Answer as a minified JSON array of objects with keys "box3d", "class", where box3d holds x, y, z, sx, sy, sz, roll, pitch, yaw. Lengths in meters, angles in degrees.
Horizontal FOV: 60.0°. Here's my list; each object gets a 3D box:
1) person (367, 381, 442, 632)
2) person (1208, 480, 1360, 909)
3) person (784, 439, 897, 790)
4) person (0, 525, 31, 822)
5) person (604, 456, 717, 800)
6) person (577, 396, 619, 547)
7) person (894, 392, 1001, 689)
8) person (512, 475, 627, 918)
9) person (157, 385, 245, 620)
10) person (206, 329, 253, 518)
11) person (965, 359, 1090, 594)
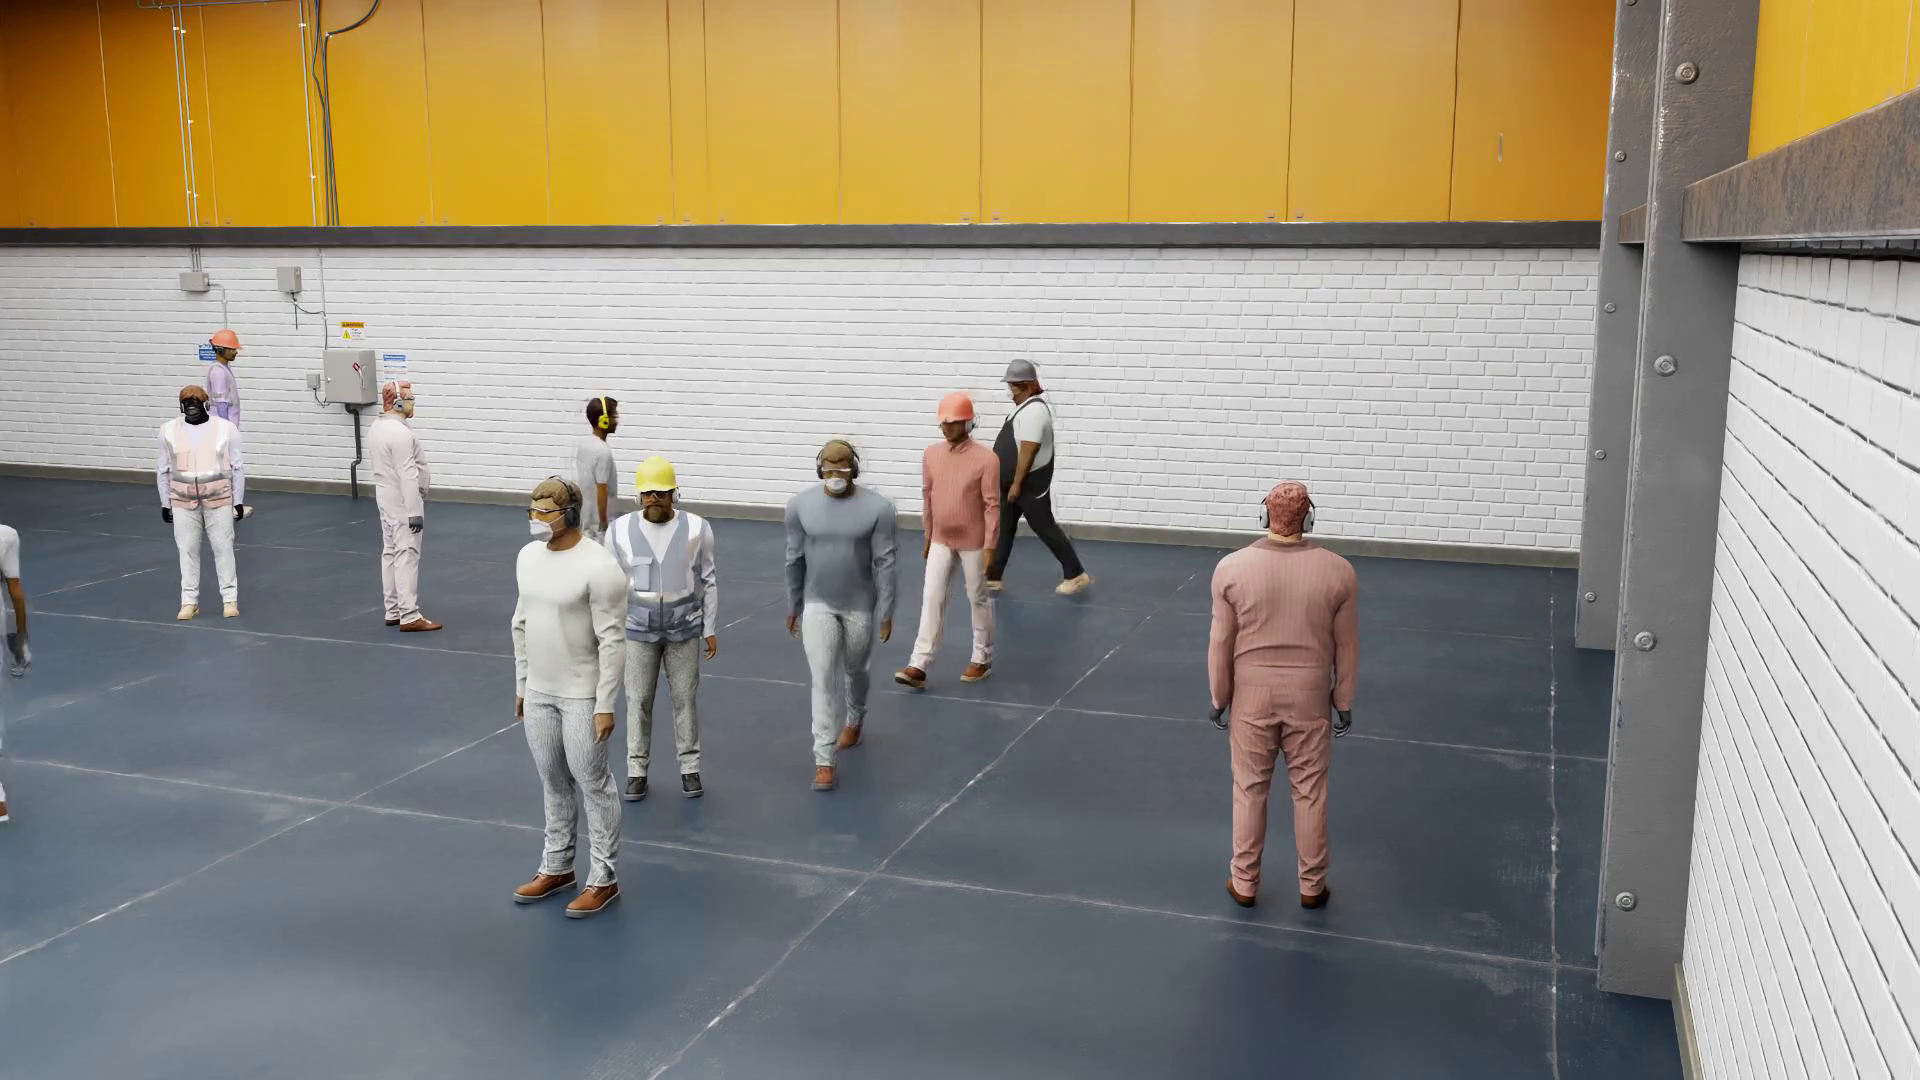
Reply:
[{"box3d":[-4.224,-0.257,12.643,0.409,1.907,0.651,-8,13,-37],"class":"person"},{"box3d":[1.420,0.683,7.351,0.651,1.906,0.403,1,10,7],"class":"person"},{"box3d":[-0.659,0.353,9.301,0.631,1.886,1.044,0,10,0],"class":"person"},{"box3d":[-5.106,0.514,8.560,0.537,1.823,0.972,-9,14,-42],"class":"person"},{"box3d":[-1.579,0.465,8.784,0.600,1.831,0.404,-2,10,-11],"class":"person"},{"box3d":[-2.704,-0.151,12.275,0.940,1.835,0.528,-7,12,-36],"class":"person"},{"box3d":[-0.068,0.023,10.918,0.646,1.956,0.907,6,12,29],"class":"person"},{"box3d":[-1.723,0.677,7.294,0.631,1.940,0.372,7,12,33],"class":"person"},{"box3d":[-5.948,-0.296,13.050,0.633,1.843,0.429,-3,10,-16],"class":"person"},{"box3d":[-7.861,-1.246,17.871,0.404,2.030,0.618,-4,11,-22],"class":"person"},{"box3d":[0.602,-0.553,13.934,1.015,2.000,0.689,-2,10,-9],"class":"person"}]
